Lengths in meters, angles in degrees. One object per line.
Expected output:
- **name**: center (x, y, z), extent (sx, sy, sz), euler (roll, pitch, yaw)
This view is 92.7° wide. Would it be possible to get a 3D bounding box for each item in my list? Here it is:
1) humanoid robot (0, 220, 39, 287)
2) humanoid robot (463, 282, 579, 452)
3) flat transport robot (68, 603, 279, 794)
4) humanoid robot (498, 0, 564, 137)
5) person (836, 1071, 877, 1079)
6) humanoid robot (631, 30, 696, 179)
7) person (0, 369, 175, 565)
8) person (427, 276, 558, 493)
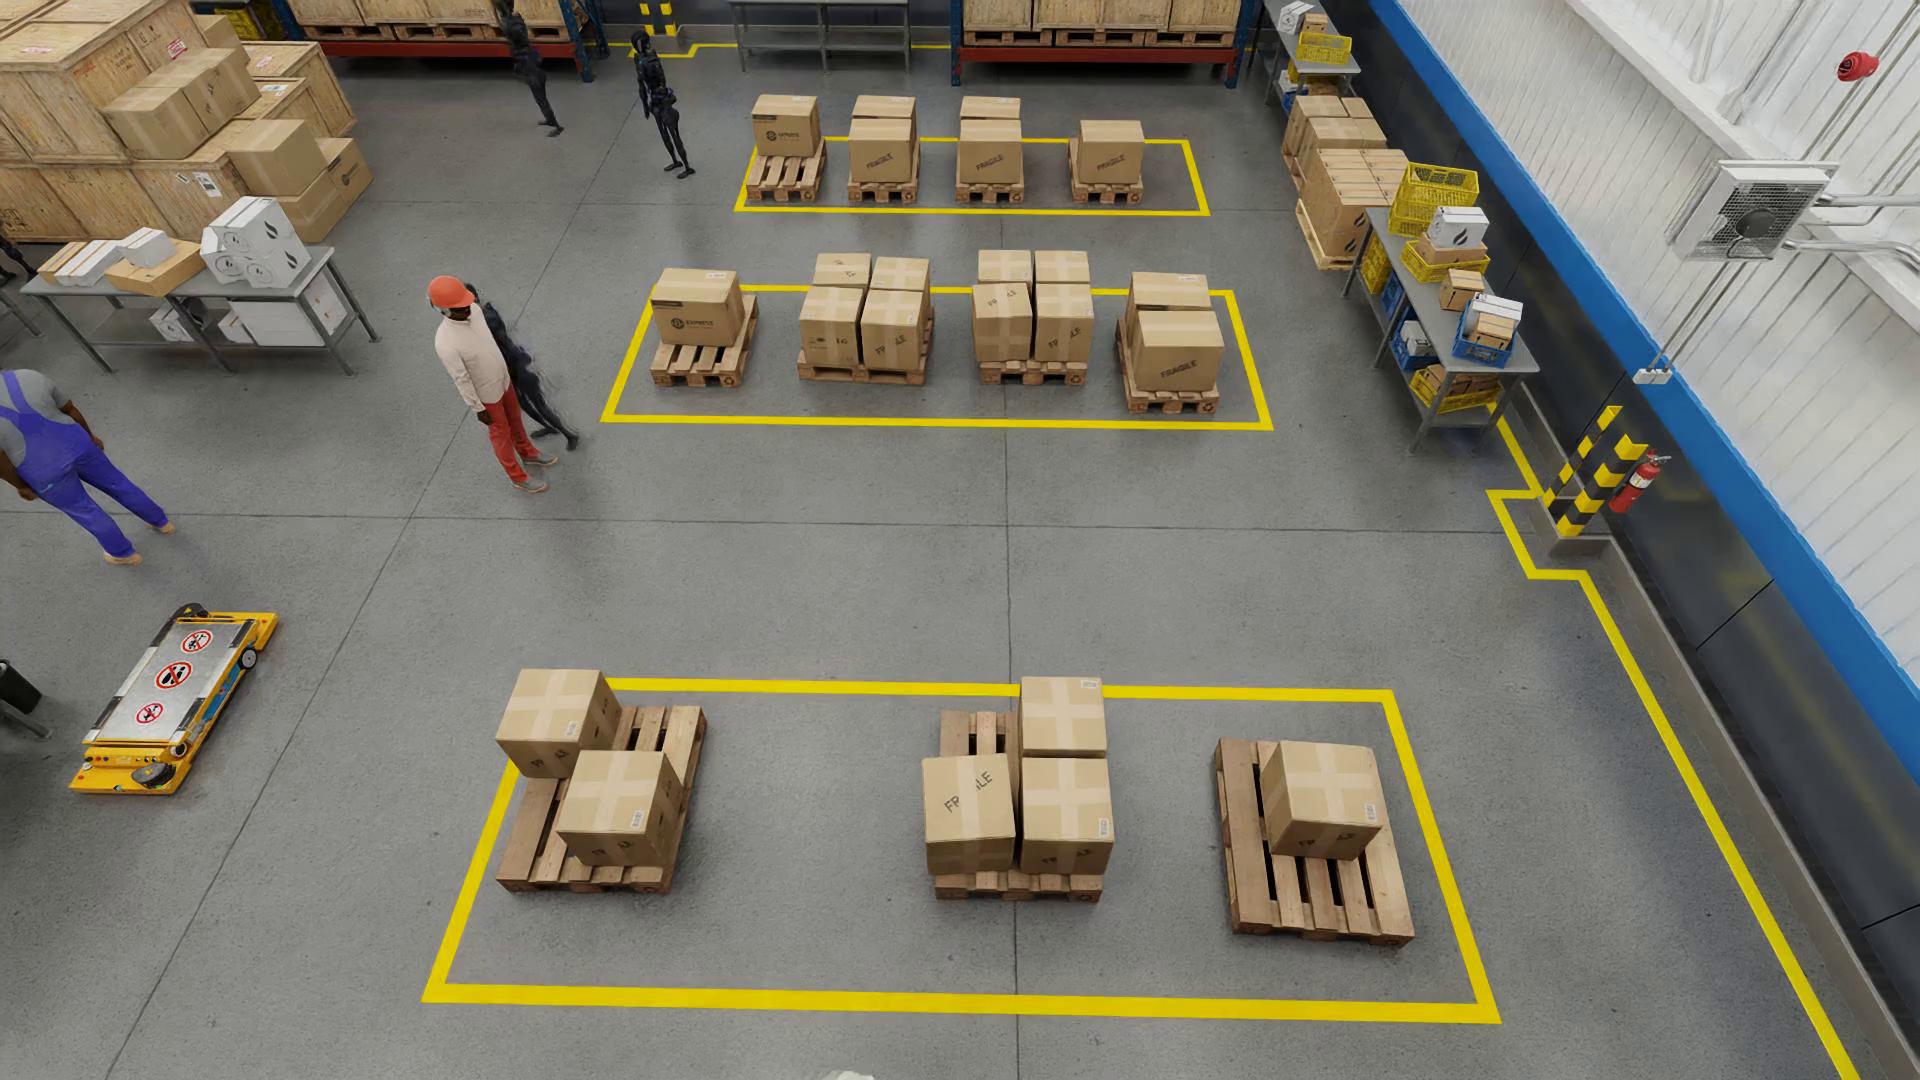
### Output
- **humanoid robot**: center (-10.119, -3.328, 9.251), extent (0.612, 1.657, 0.320), euler (-10, 51, -8)
- **humanoid robot**: center (-3.726, -1.430, 7.665), extent (0.684, 1.620, 0.388), euler (31, 56, 23)
- **flat transport robot**: center (-5.504, 1.072, 6.442), extent (0.652, 0.197, 1.431), euler (1, 50, 1)
- **humanoid robot**: center (-5.432, -5.923, 11.469), extent (0.642, 1.643, 0.342), euler (37, 59, 27)
- **person**: center (-0.482, 2.738, 4.097), extent (0.878, 1.712, 0.526), euler (-2, 50, -2)
- **humanoid robot**: center (-3.516, -5.096, 10.755), extent (0.578, 1.650, 0.339), euler (34, 58, 25)
- **person**: center (-6.714, -0.619, 6.731), extent (0.537, 2.000, 0.677), euler (13, 51, 11)
- **person**: center (-3.708, -1.221, 7.271), extent (0.394, 1.991, 0.621), euler (2, 50, 2)
